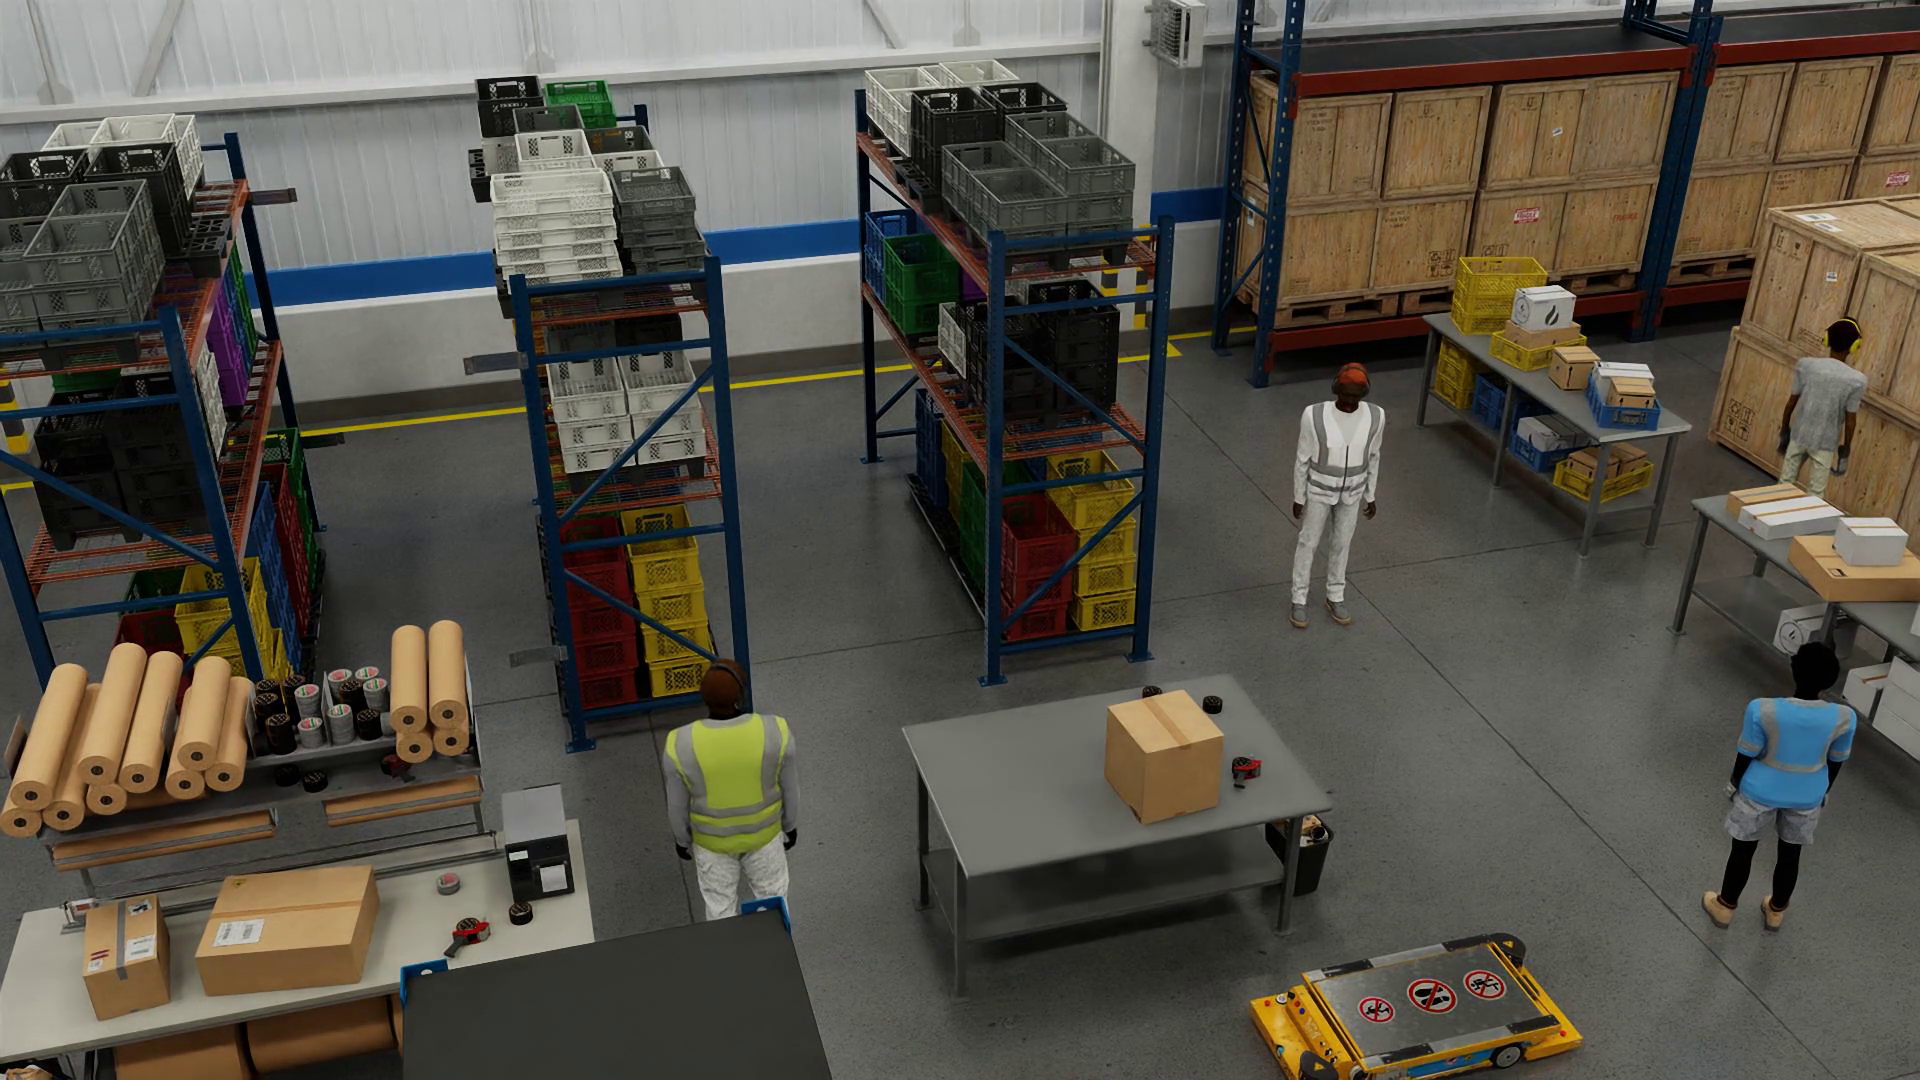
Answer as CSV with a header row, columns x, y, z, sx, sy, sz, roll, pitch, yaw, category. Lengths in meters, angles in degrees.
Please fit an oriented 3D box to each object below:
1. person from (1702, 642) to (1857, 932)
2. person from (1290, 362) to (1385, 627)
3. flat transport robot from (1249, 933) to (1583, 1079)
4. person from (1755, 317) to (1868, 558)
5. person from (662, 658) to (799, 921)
x,y,z,sx,sy,sz,roll,pitch,yaw,category
4.127,1.255,8.376,0.535,1.700,0.318,4,29,7,person
2.483,-0.300,11.017,0.573,1.884,0.354,-3,29,-5,person
2.184,2.282,7.980,1.431,0.197,0.652,-8,30,-14,flat transport robot
6.022,-0.672,11.722,0.320,1.862,0.509,-22,36,-35,person
-1.080,1.383,8.001,0.624,1.841,0.430,-6,29,-11,person
